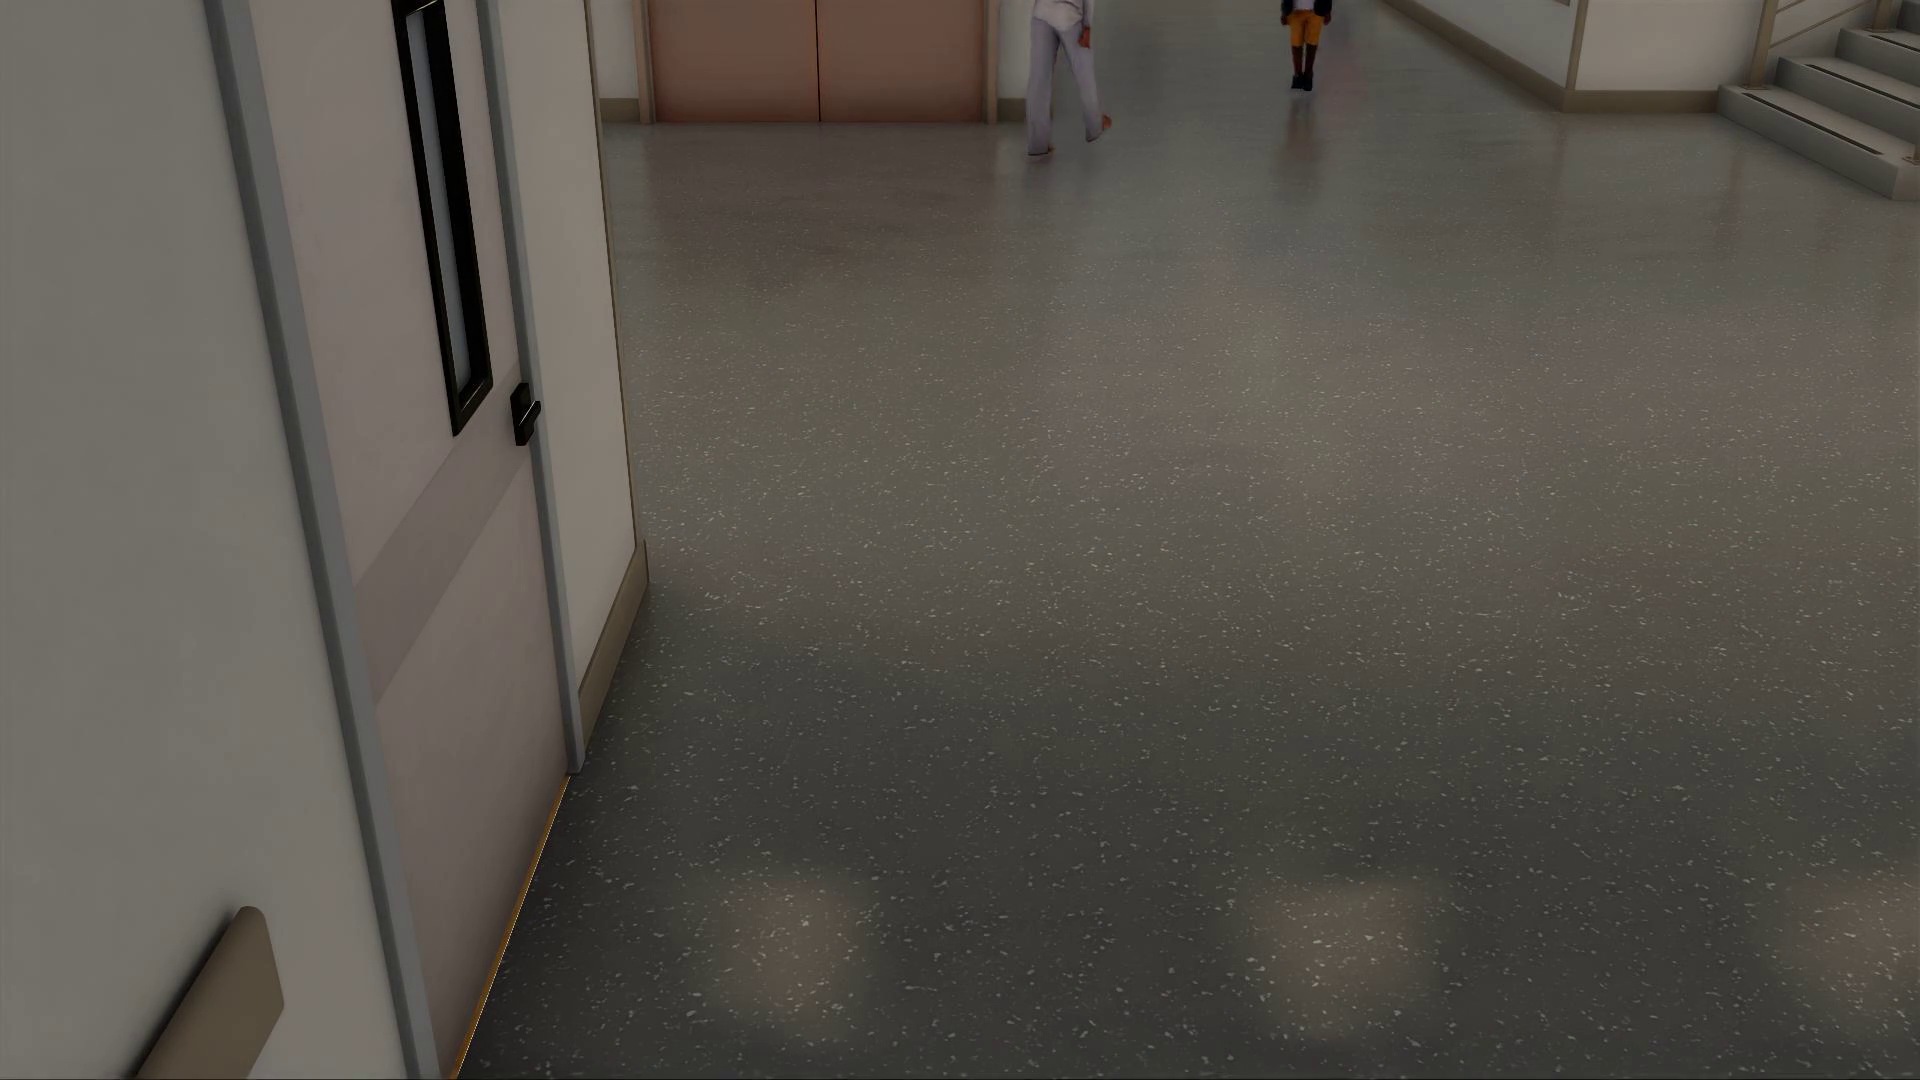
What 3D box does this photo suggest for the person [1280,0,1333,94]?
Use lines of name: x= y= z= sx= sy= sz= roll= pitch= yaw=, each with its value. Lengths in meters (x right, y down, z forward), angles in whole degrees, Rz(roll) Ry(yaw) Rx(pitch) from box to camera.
person: x=2.671 y=-4.098 z=12.764 sx=0.539 sy=1.261 sz=0.650 roll=8 pitch=27 yaw=16

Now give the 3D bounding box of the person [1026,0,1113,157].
person: x=0.603 y=-3.295 z=10.599 sx=1.130 sy=1.695 sz=1.066 roll=14 pitch=29 yaw=26
